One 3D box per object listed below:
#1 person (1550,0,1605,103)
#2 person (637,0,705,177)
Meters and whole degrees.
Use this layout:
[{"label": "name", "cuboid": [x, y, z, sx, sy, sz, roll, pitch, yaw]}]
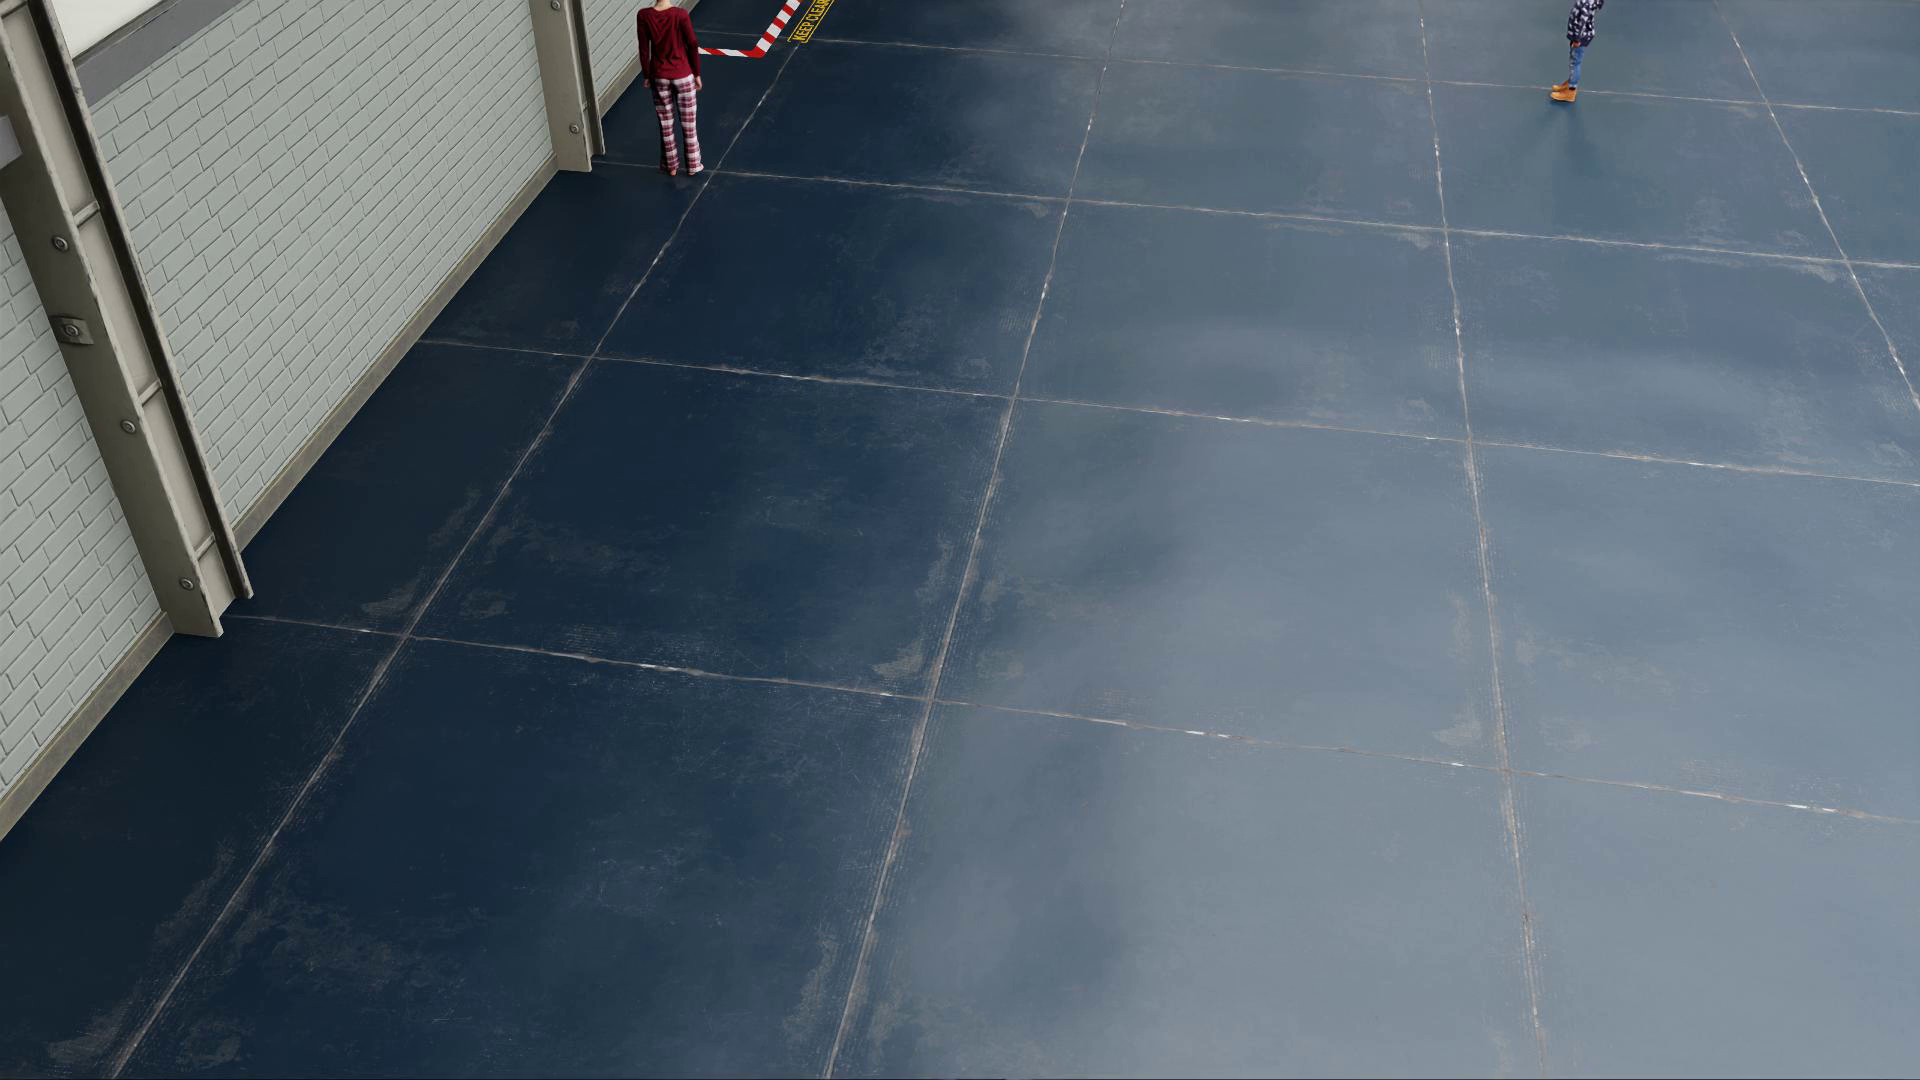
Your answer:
[{"label": "person", "cuboid": [5.535, -4.539, 14.797, 0.574, 1.252, 0.460, 11, 39, 14]}, {"label": "person", "cuboid": [-2.335, -3.772, 13.454, 0.660, 1.699, 0.563, 0, 38, -1]}]
